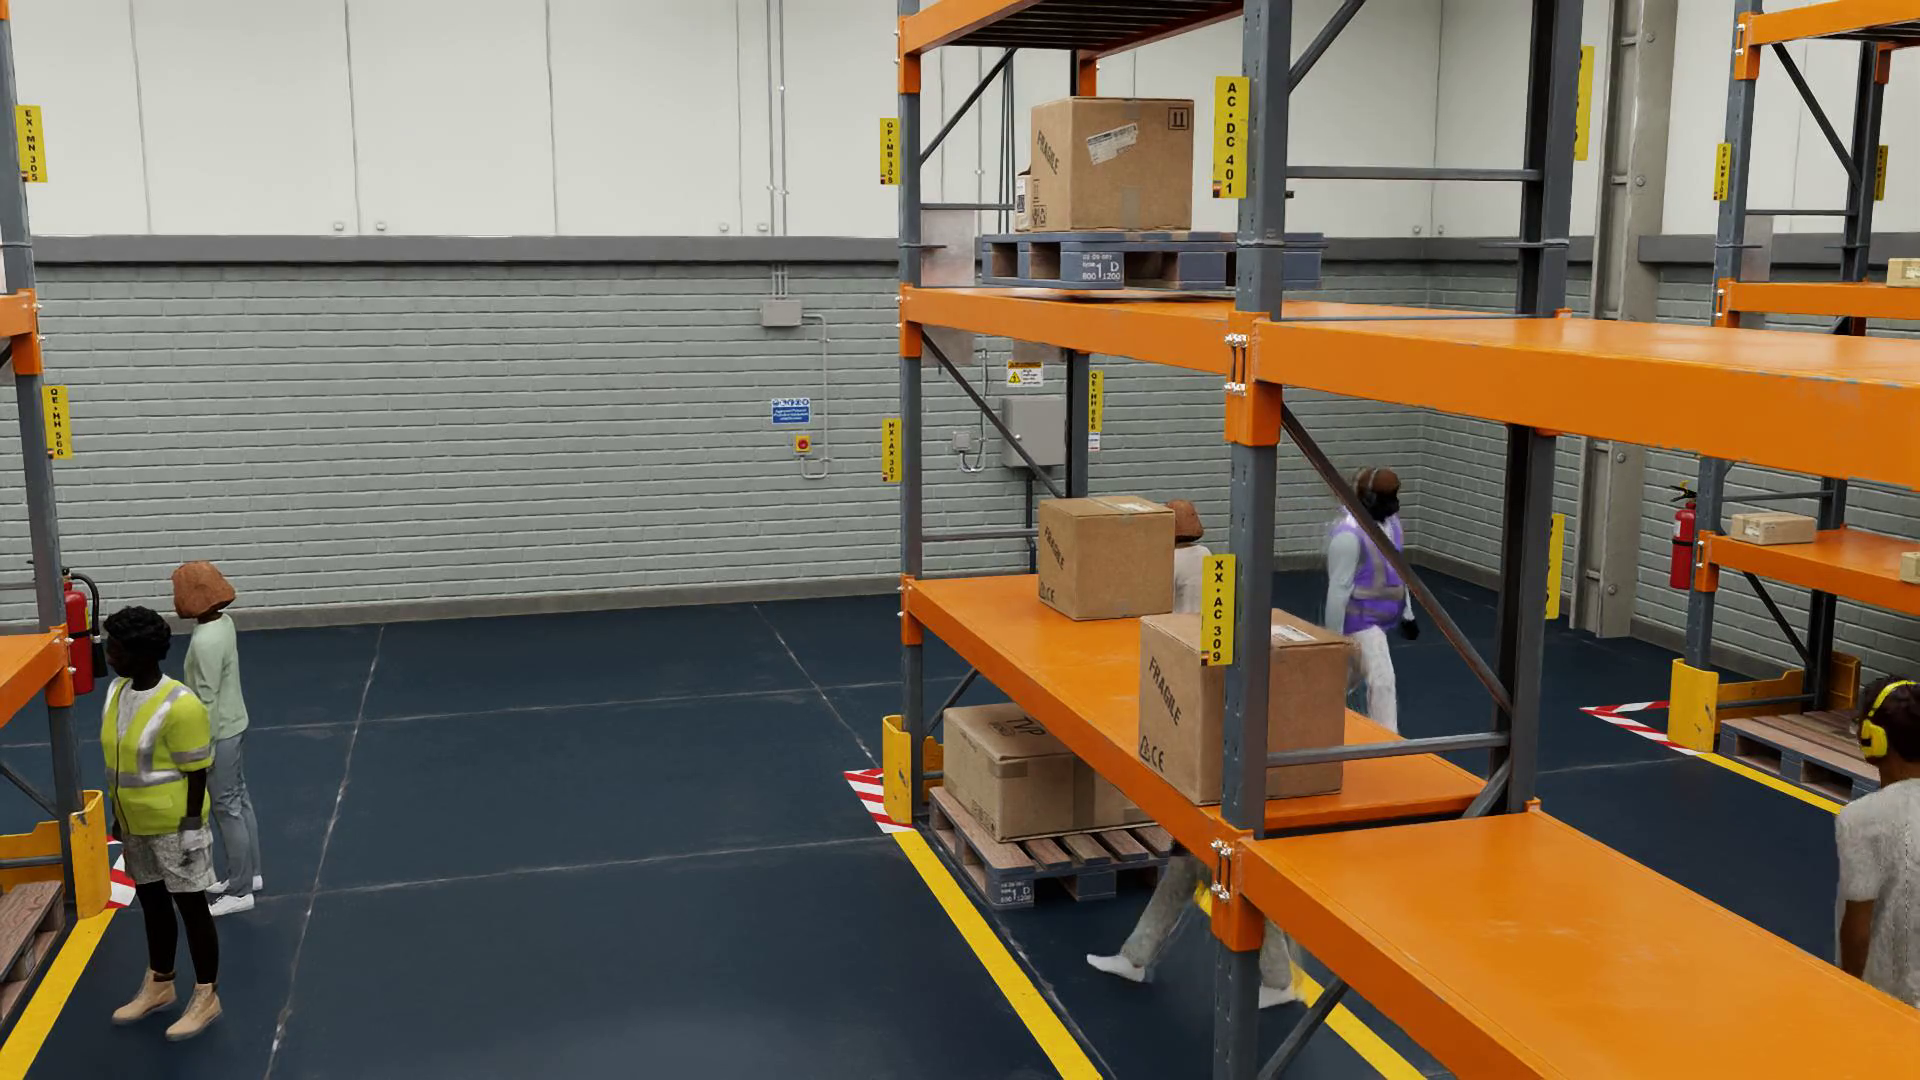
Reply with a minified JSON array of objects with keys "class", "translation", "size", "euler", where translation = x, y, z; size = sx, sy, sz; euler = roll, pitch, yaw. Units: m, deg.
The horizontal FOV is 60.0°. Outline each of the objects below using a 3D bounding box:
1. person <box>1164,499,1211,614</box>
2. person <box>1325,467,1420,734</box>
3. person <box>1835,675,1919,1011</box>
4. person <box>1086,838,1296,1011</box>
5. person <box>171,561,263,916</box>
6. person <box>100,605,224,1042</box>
[{"class":"person","translation":[1.238,0.582,9.412],"size":[0.264,1.632,0.508],"euler":[9,13,41]},{"class":"person","translation":[2.316,0.457,9.672],"size":[0.910,1.805,0.612],"euler":[7,12,34]},{"class":"person","translation":[2.698,1.289,4.876],"size":[0.551,1.816,0.991],"euler":[-3,10,-15]},{"class":"person","translation":[0.954,1.095,6.605],"size":[0.861,1.594,0.532],"euler":[0,10,-1]},{"class":"person","translation":[-3.416,0.897,7.640],"size":[0.275,1.626,0.500],"euler":[-3,10,-16]},{"class":"person","translation":[-3.090,1.078,6.410],"size":[0.530,1.695,0.321],"euler":[6,11,29]}]
